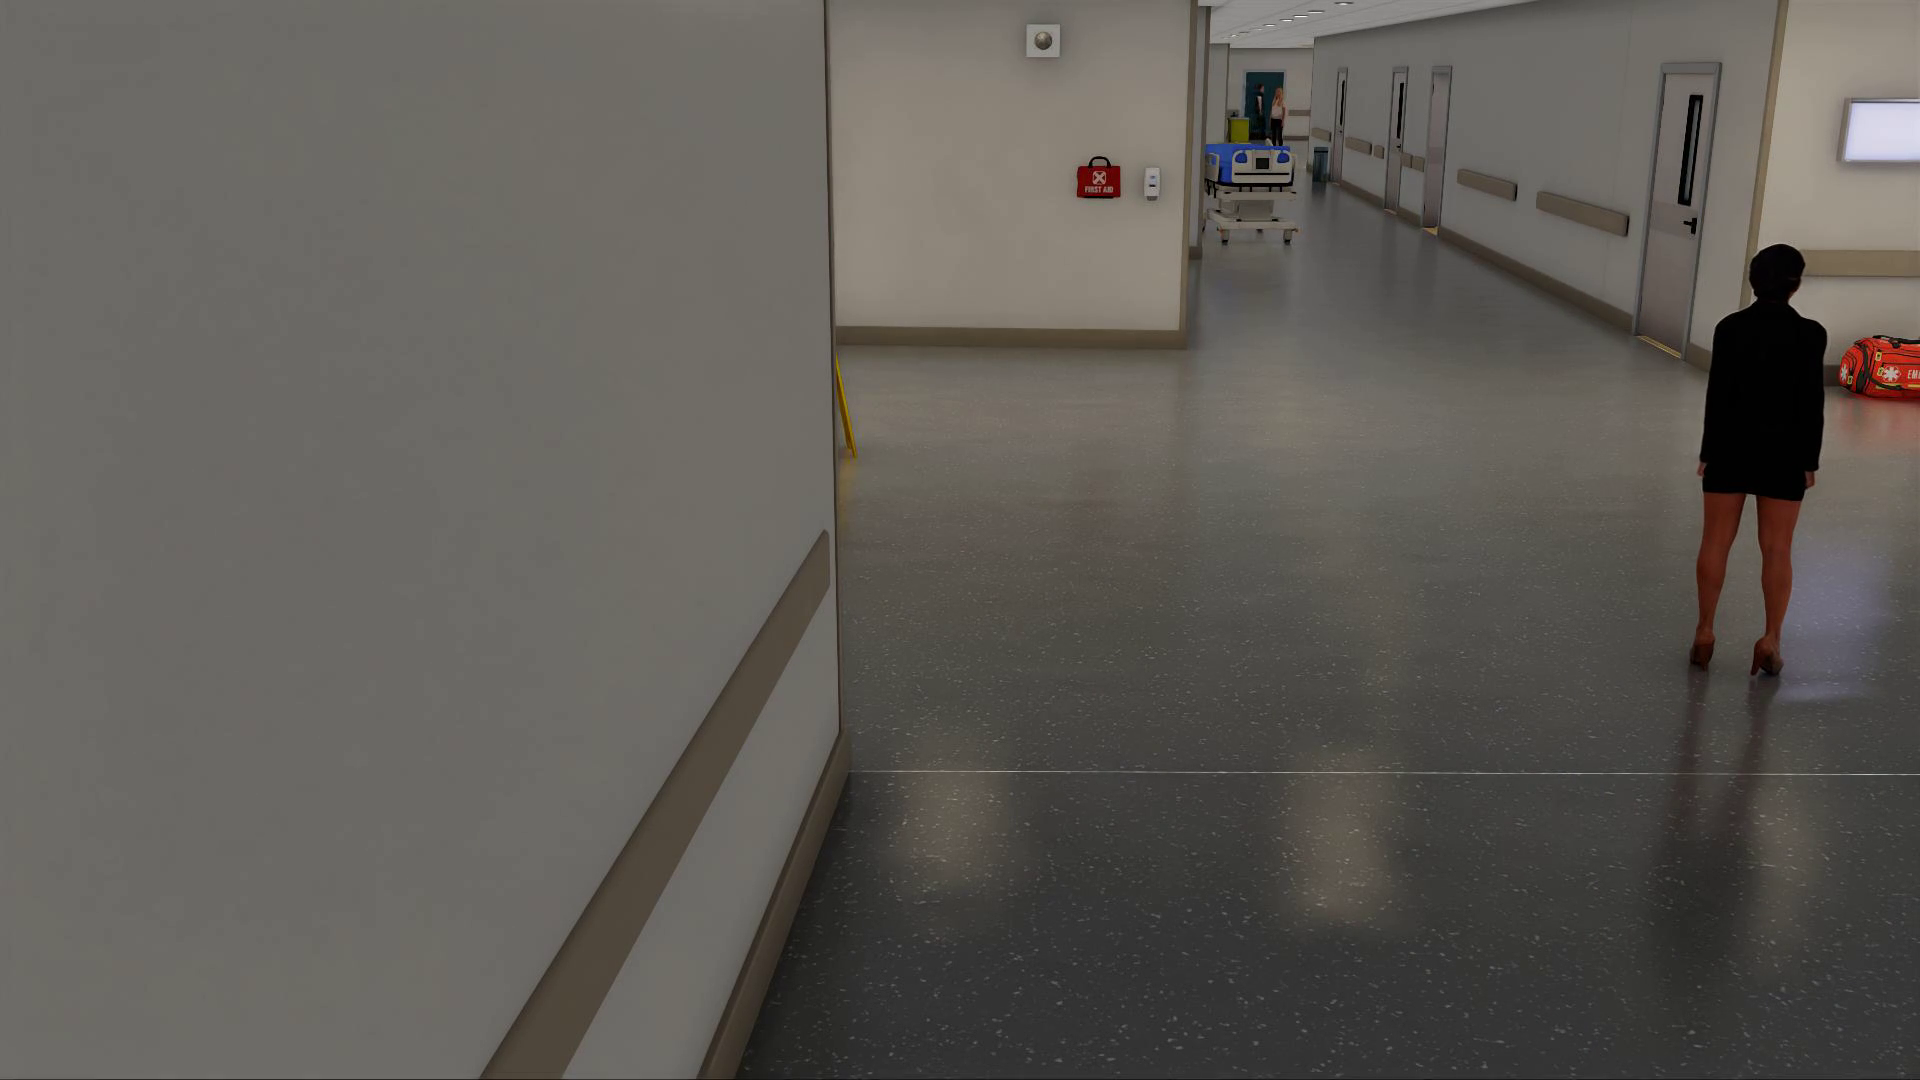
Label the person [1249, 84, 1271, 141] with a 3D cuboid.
[{"bbox_3d":[9.909,-14.221,55.344,1.072,1.816,0.648,1,16,4],"label":"person"}]

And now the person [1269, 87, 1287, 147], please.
[{"bbox_3d":[8.584,-11.302,44.976,0.665,1.827,0.750,15,21,42],"label":"person"}]

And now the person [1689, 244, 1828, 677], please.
[{"bbox_3d":[2.996,-0.288,6.254,0.677,1.639,0.742,9,18,30],"label":"person"}]
